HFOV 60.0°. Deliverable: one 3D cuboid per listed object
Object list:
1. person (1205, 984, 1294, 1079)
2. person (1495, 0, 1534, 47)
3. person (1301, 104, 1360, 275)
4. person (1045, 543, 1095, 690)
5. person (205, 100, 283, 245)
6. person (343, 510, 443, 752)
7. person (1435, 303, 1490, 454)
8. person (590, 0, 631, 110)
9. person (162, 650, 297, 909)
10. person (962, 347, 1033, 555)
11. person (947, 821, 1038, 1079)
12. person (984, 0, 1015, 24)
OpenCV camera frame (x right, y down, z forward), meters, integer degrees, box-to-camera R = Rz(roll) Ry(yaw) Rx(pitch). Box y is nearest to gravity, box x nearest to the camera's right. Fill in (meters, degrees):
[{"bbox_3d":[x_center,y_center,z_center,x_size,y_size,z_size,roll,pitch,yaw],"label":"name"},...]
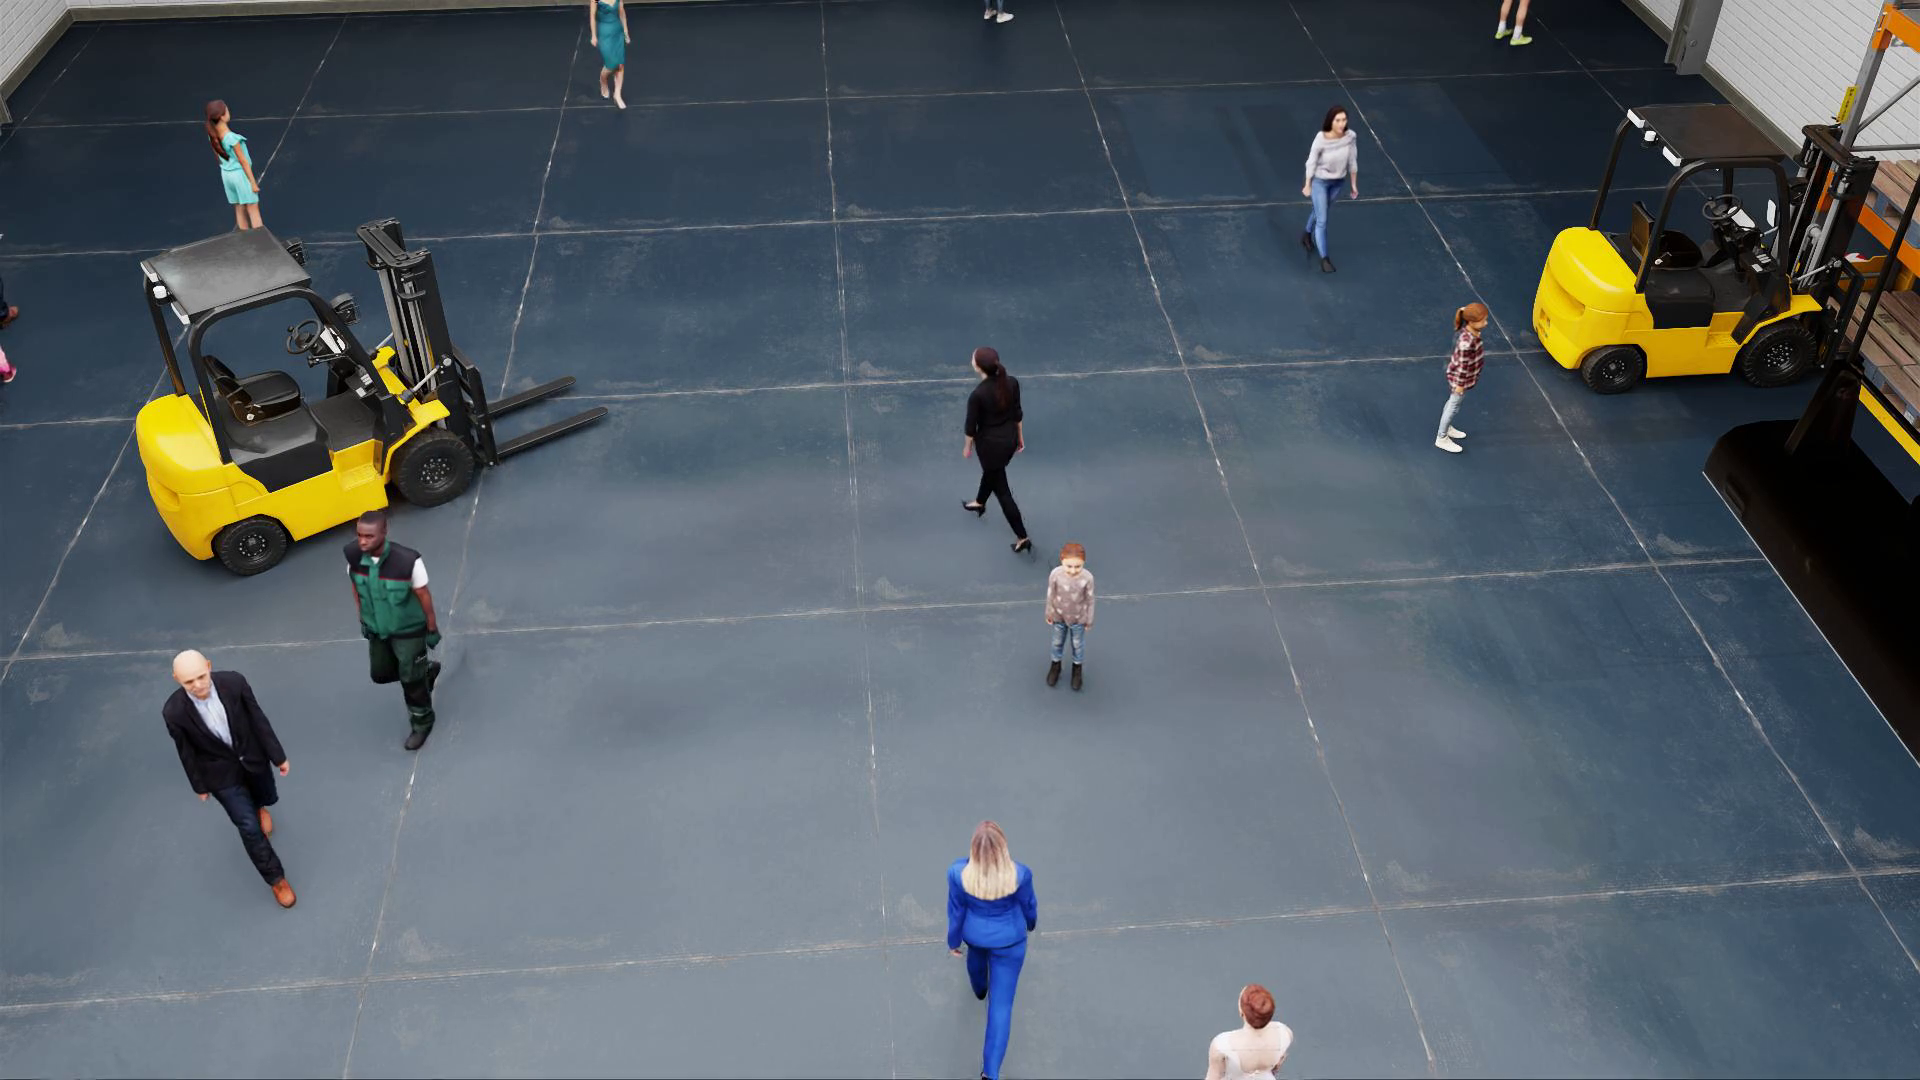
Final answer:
[{"bbox_3d":[1.356,2.774,7.870,0.626,1.765,0.979,-6,39,-7],"label":"person"},{"bbox_3d":[6.776,-6.880,19.902,0.766,1.837,0.622,-20,43,-23],"label":"person"},{"bbox_3d":[3.429,-3.373,15.714,0.797,1.583,1.107,-13,40,-16],"label":"person"},{"bbox_3d":[0.739,0.489,11.192,0.526,1.192,0.528,9,39,11],"label":"person"},{"bbox_3d":[-6.872,-3.448,15.828,0.645,1.558,0.682,17,42,20],"label":"person"},{"bbox_3d":[-3.573,0.500,10.666,0.839,1.830,0.956,8,39,10],"label":"person"},{"bbox_3d":[4.036,-1.336,13.387,0.669,1.305,0.569,15,41,17],"label":"person"},{"bbox_3d":[-3.916,-5.617,18.454,0.730,1.670,0.801,-29,47,-31],"label":"person"},{"bbox_3d":[-4.252,1.277,9.734,1.086,1.779,1.214,-29,47,-31],"label":"person"},{"bbox_3d":[0.312,-0.613,12.238,1.007,1.607,1.137,-28,46,-31],"label":"person"},{"bbox_3d":[0.167,2.160,8.723,0.815,1.662,1.204,6,39,8],"label":"person"},{"bbox_3d":[0.446,-7.231,20.501,0.697,1.637,0.756,28,46,30],"label":"person"}]
